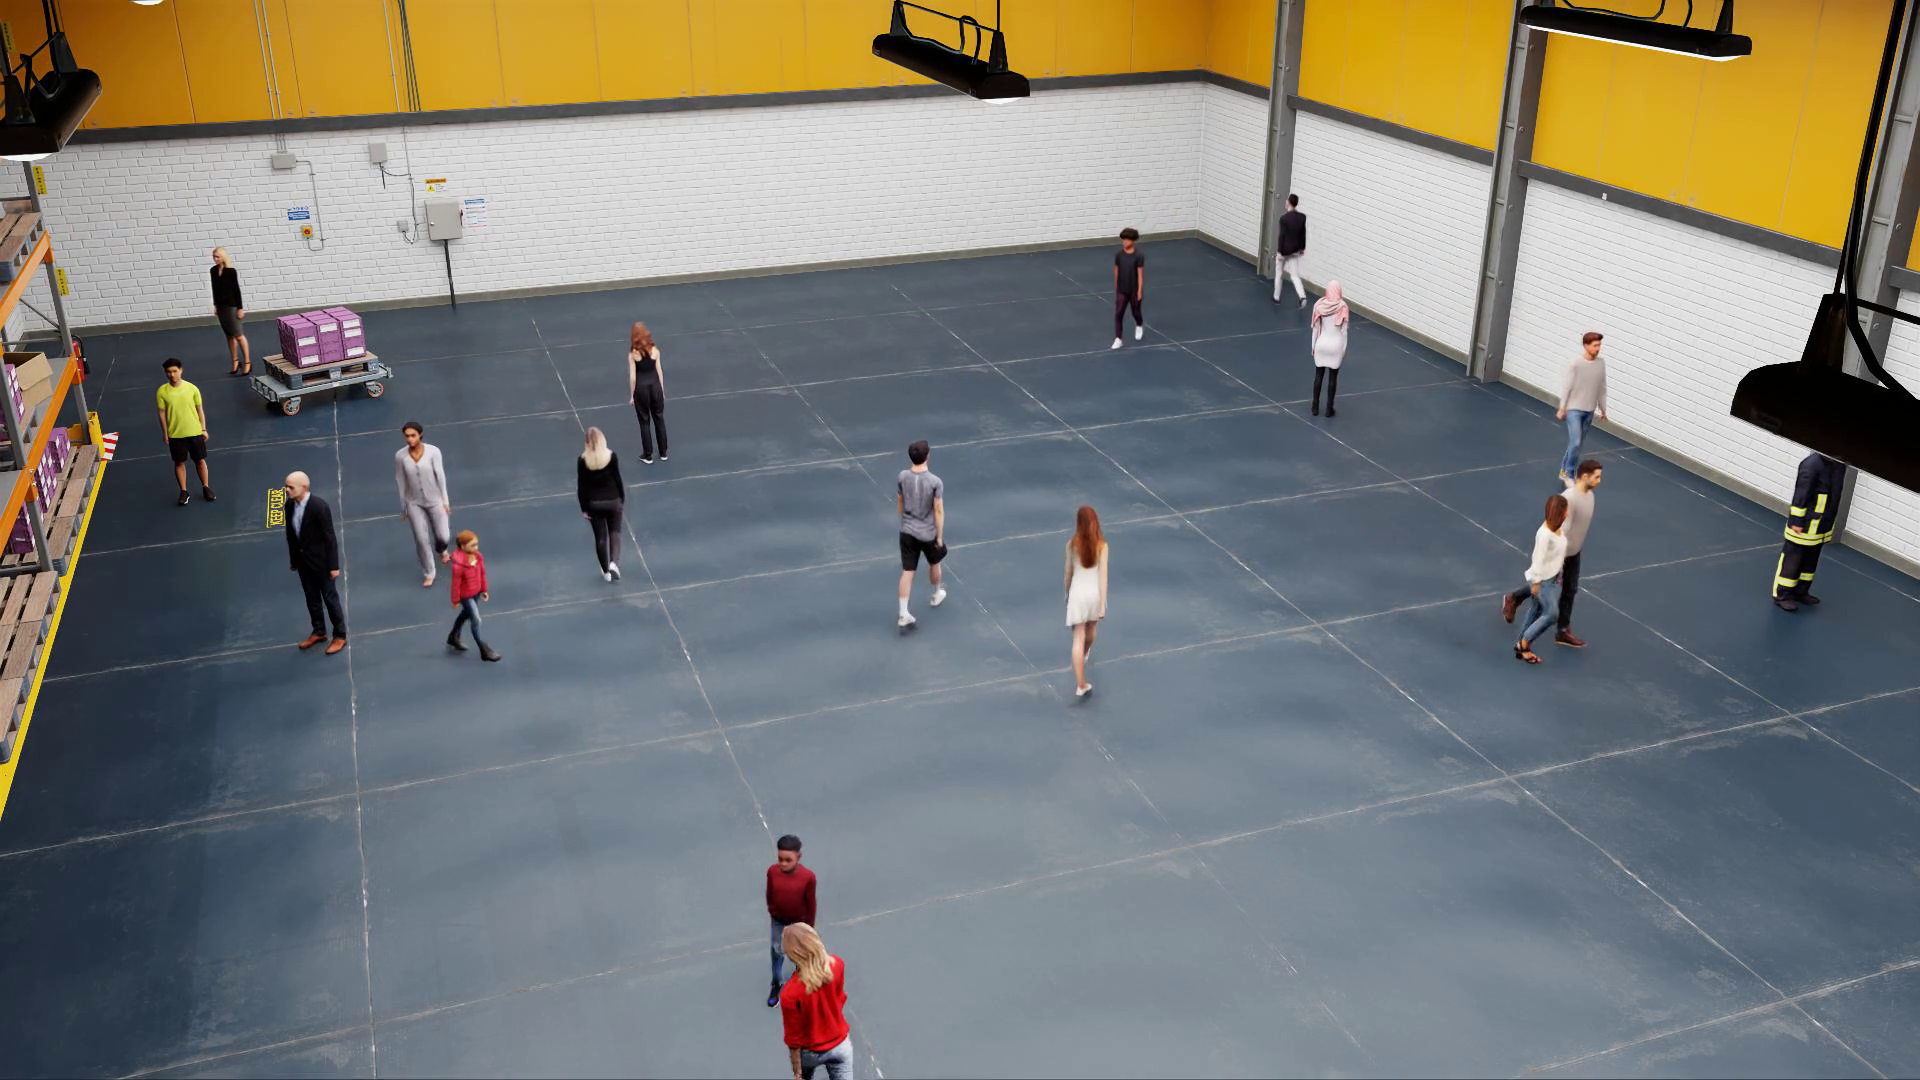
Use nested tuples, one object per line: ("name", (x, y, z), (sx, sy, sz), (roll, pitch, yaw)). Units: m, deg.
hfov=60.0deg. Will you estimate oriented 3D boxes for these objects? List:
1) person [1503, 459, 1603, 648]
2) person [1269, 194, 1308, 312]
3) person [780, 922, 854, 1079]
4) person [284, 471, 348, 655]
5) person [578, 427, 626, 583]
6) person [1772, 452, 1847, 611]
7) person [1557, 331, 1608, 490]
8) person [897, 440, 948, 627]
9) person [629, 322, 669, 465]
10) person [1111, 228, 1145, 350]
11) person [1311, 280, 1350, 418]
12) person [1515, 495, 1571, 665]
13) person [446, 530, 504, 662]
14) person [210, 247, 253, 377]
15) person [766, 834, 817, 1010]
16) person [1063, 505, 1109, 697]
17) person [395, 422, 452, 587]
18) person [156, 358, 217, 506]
("person", (5.633, 0.092, 15.731), (0.930, 1.835, 1.194), (-16, 28, -31))
("person", (5.265, -4.526, 26.323), (0.686, 1.814, 1.147), (-9, 25, -19))
("person", (-0.738, 2.933, 9.437), (0.832, 1.671, 1.165), (-14, 27, -29))
("person", (-6.040, 0.185, 15.565), (0.762, 1.797, 0.808), (9, 25, 20))
("person", (-3.616, -0.312, 16.857), (0.652, 1.674, 0.791), (-6, 24, -13))
("person", (8.399, -0.251, 16.401), (0.804, 1.927, 0.691), (-11, 26, -23))
("person", (7.188, -1.548, 19.424), (0.685, 1.883, 0.801), (-7, 25, -15))
("person", (-0.440, -0.034, 16.019), (1.149, 1.836, 1.238), (10, 25, 21))
("person", (-3.781, -1.788, 20.147), (0.608, 1.743, 0.564), (-13, 27, -27))
("person", (2.534, -3.738, 24.586), (1.022, 1.760, 1.104), (10, 25, 21))
("person", (4.822, -2.504, 21.715), (0.725, 1.799, 0.778), (9, 25, 20))
("person", (5.293, 0.348, 15.353), (0.784, 1.670, 0.730), (13, 27, 27))
("person", (-4.625, 0.505, 15.481), (0.917, 1.279, 0.882), (10, 26, 22))
("person", (-10.199, -3.198, 23.251), (0.693, 1.841, 0.733), (8, 25, 17))
("person", (-1.104, 2.450, 11.084), (0.670, 1.236, 0.770), (5, 24, 12))
("person", (1.129, 0.595, 14.835), (0.960, 1.631, 1.260), (5, 24, 11))
("person", (-5.468, -0.411, 17.027), (0.713, 1.718, 0.858), (-5, 24, -10))
("person", (-8.859, -1.262, 18.988), (0.634, 1.708, 0.552), (-10, 26, -22))
